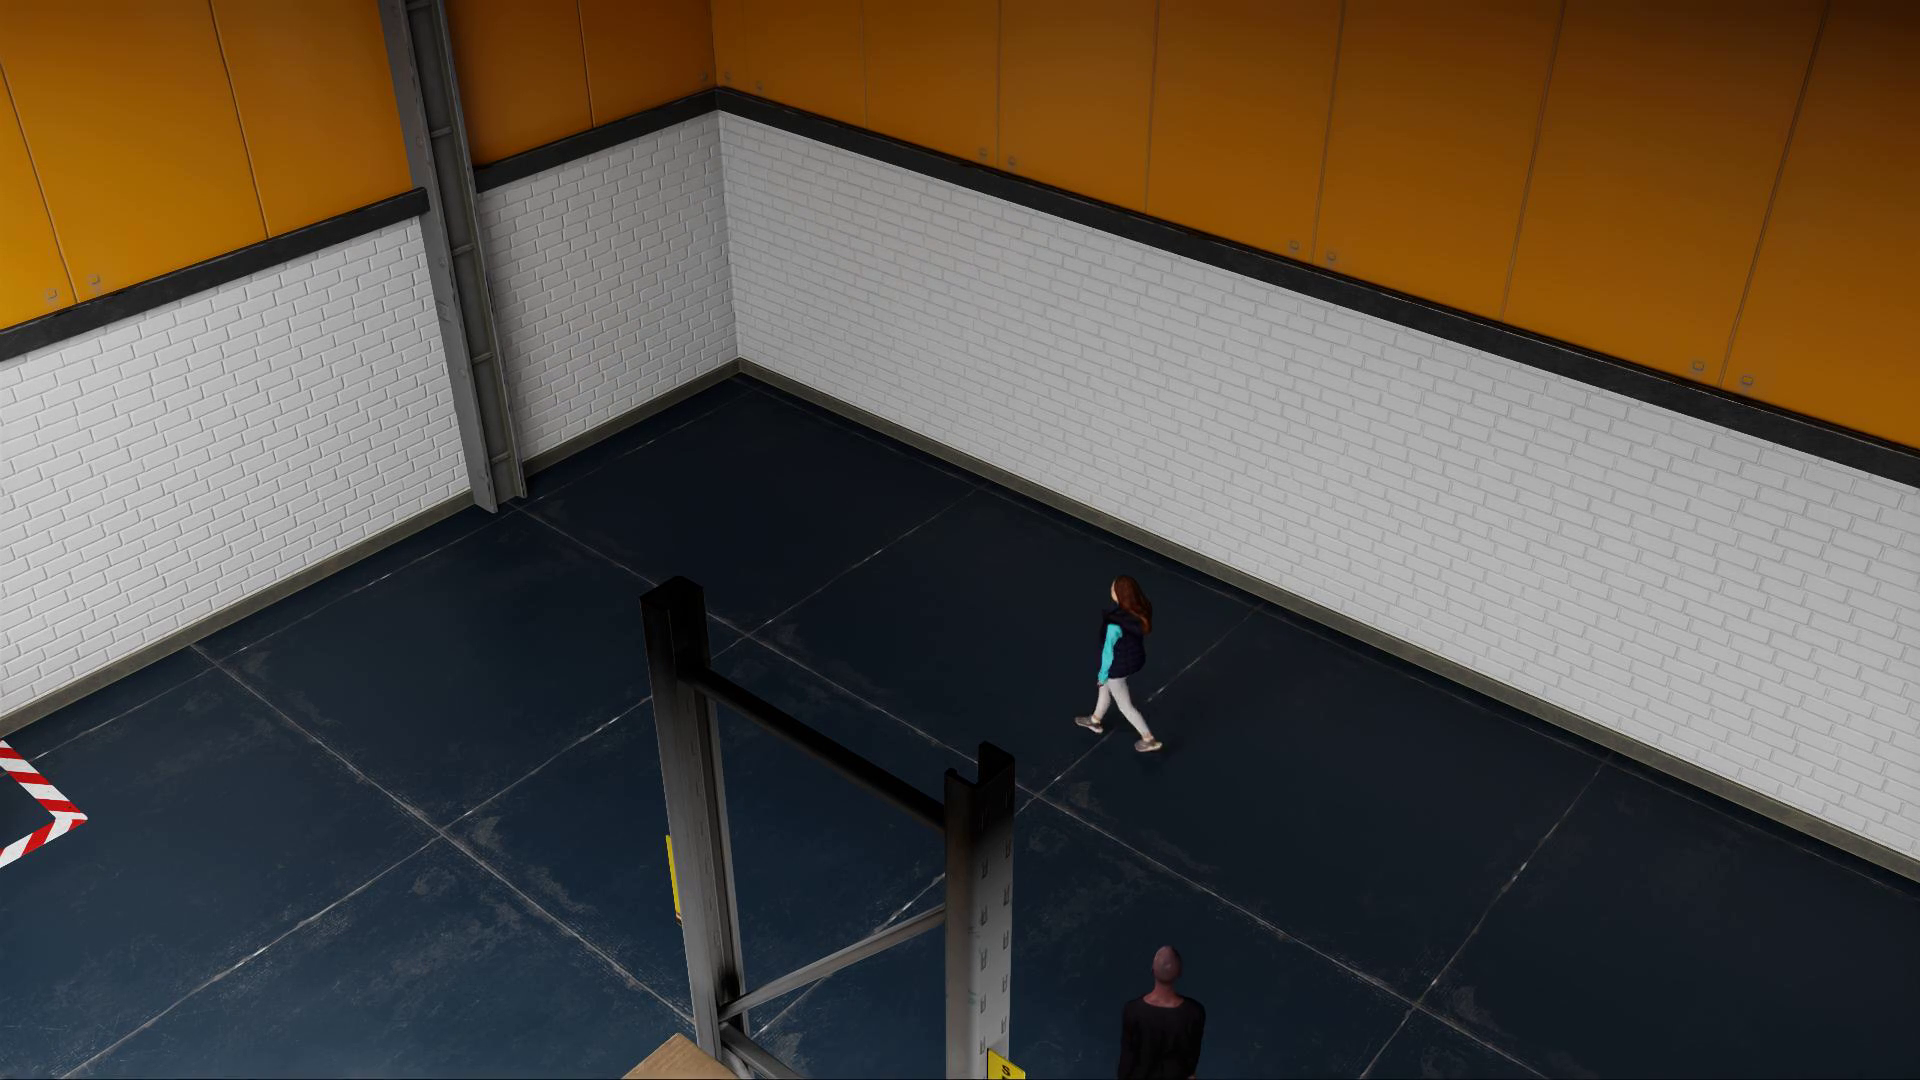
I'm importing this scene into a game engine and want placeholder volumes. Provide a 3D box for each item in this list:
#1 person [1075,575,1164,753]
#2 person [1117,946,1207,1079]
[{"bbox_3d":[1.217,0.925,12.073,0.736,1.470,0.935,18,37,24],"label":"person"},{"bbox_3d":[1.061,2.855,8.919,0.686,1.747,0.738,-1,34,-2],"label":"person"}]
